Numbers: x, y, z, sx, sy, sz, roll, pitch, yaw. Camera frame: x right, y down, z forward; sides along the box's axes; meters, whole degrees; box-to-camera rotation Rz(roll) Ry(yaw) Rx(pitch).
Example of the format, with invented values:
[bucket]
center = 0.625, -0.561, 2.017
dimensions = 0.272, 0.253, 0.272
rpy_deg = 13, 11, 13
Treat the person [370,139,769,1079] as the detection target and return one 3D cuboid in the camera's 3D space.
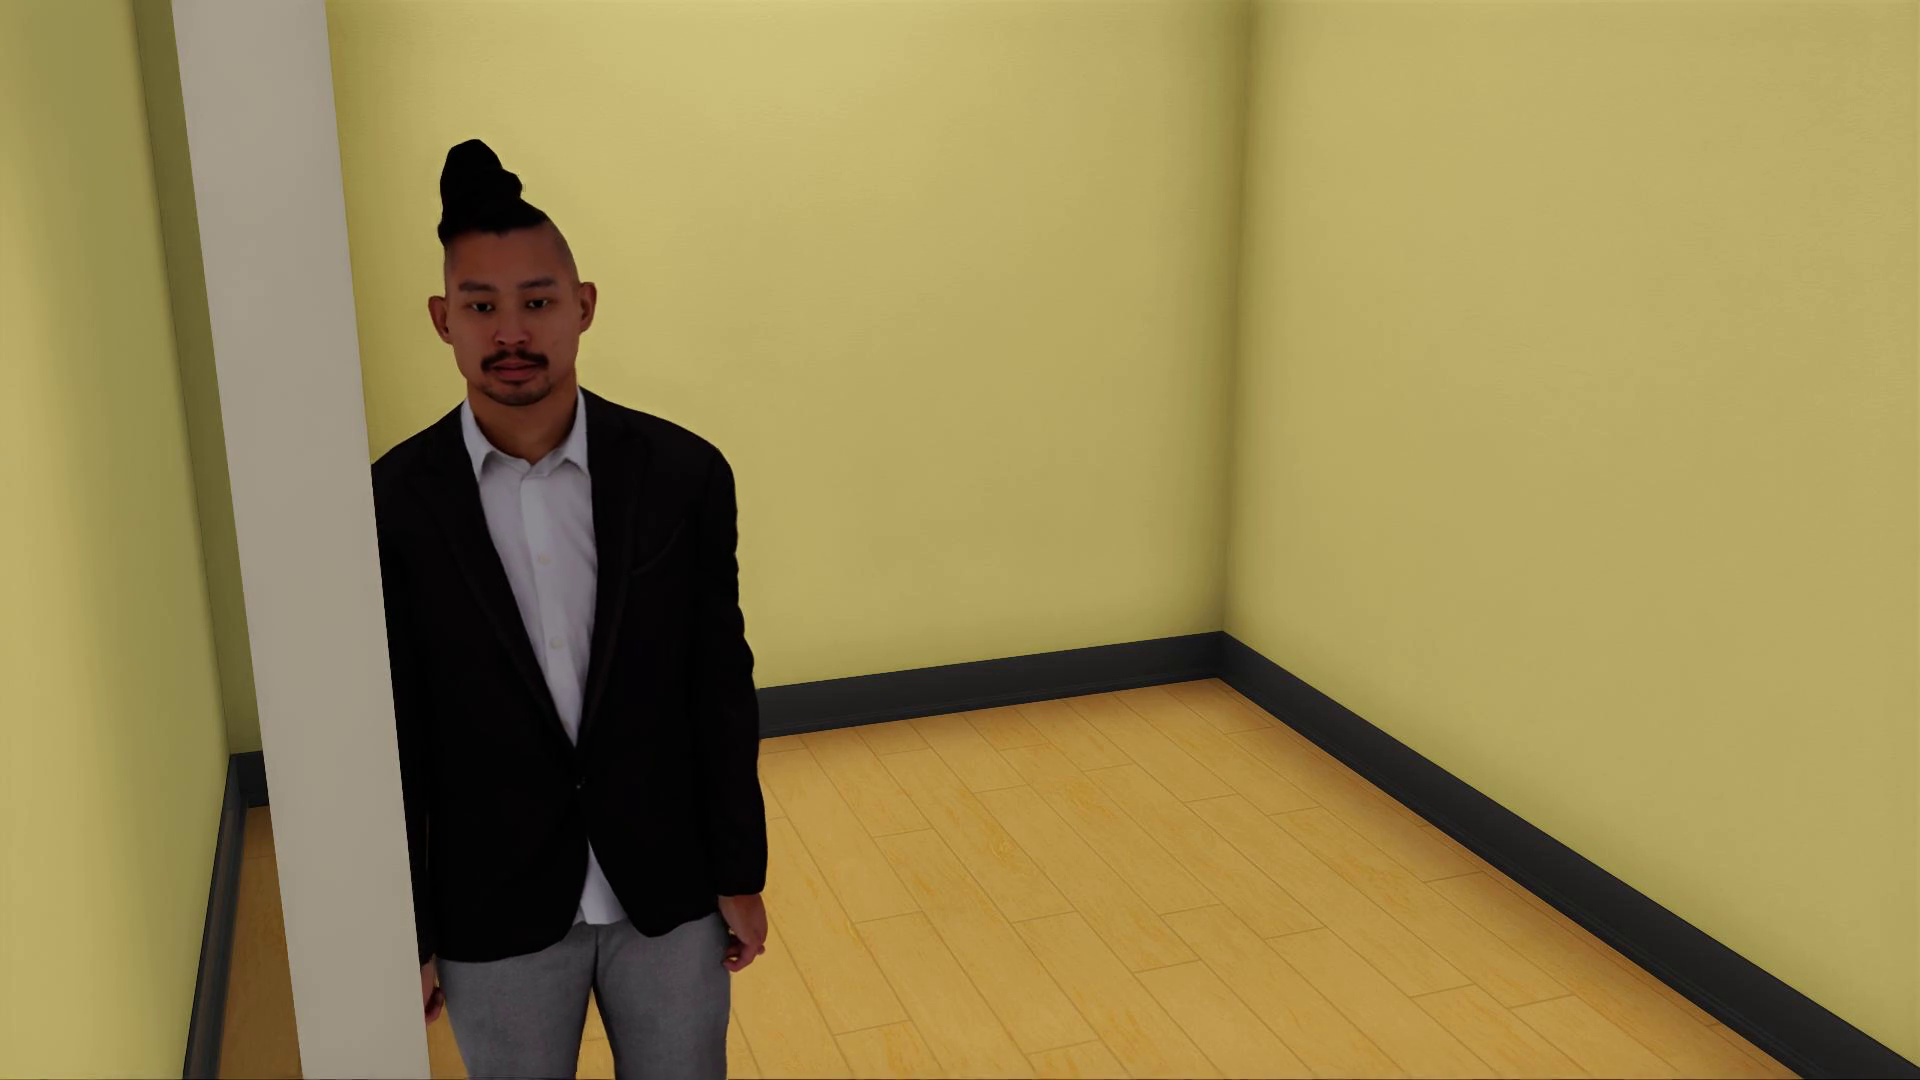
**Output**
[person]
center = -0.549, 0.437, 2.340
dimensions = 0.506, 1.946, 0.762
rpy_deg = -6, 17, -20
